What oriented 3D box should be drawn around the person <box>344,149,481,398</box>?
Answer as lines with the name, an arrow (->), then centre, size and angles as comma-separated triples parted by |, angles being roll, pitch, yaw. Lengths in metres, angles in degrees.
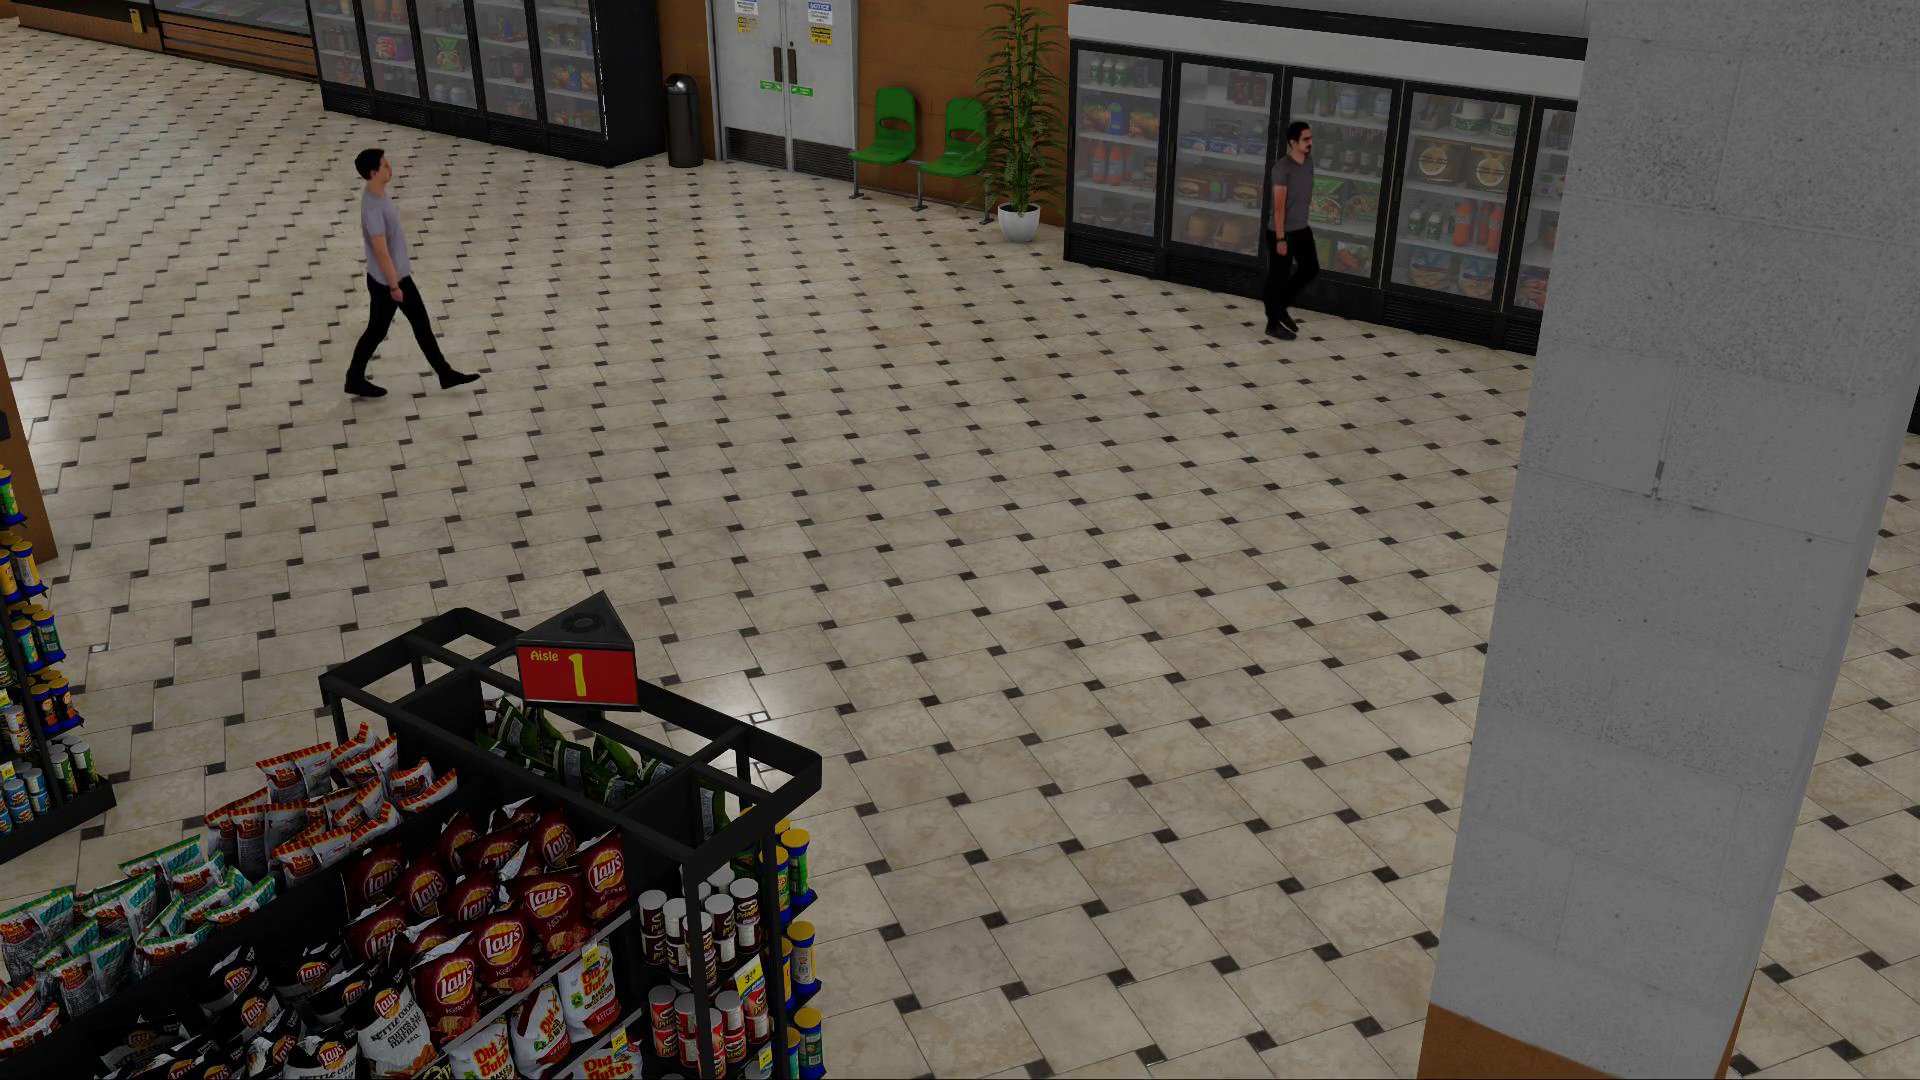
person -> -4.212, -1.864, 11.985 | 1.259, 1.820, 1.220 | -4, 27, -8

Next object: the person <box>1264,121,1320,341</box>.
person -> 2.566, -2.481, 13.285 | 0.740, 1.746, 0.600 | 23, 35, 37
